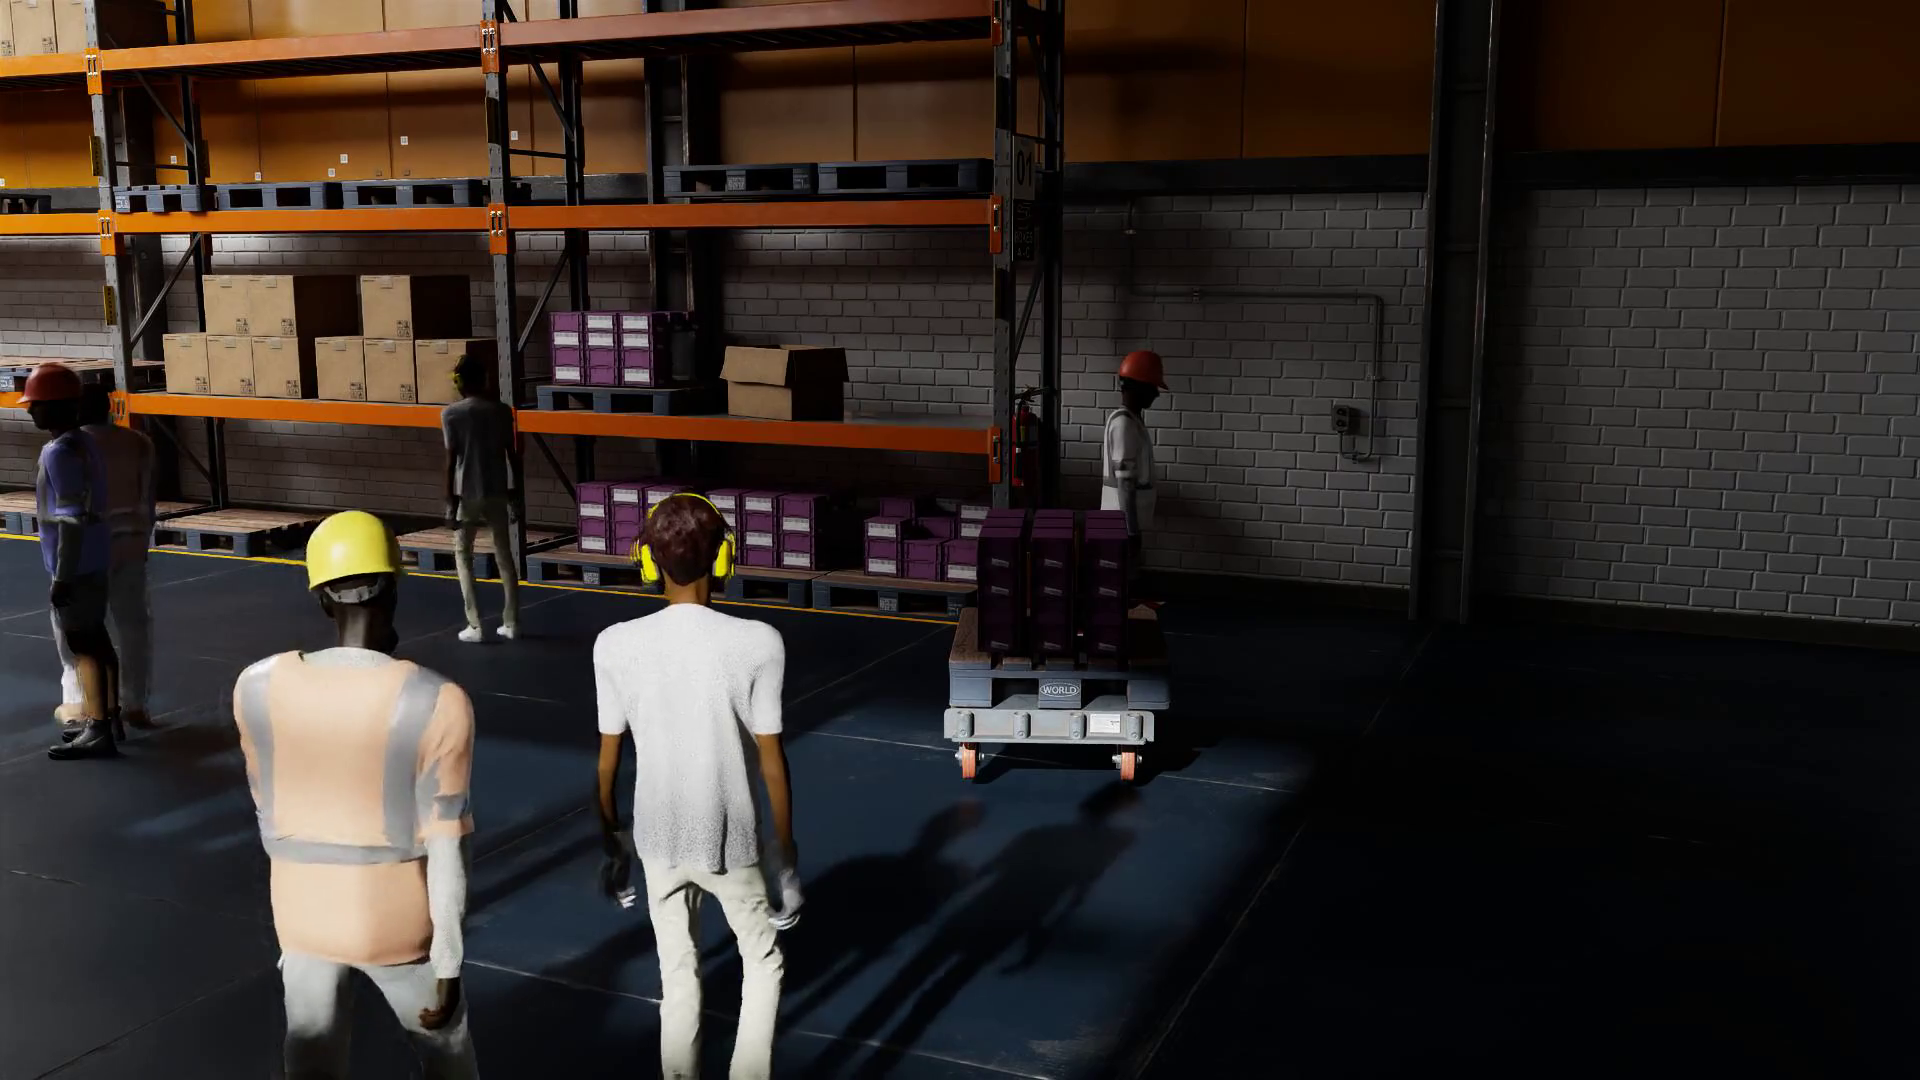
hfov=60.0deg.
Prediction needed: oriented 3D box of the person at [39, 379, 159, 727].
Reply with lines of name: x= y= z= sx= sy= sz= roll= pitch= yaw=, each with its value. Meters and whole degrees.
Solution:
person: x=-4.527 y=0.072 z=8.712 sx=0.657 sy=1.821 sz=0.627 roll=7 pitch=12 yaw=37

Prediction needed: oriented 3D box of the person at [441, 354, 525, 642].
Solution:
person: x=-3.052 y=-0.266 z=10.670 sx=0.568 sy=1.846 sz=0.439 roll=-8 pitch=12 yaw=-38

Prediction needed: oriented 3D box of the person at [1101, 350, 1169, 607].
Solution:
person: x=0.988 y=-0.112 z=9.482 sx=0.374 sy=1.928 sz=0.543 roll=1 pitch=10 yaw=4

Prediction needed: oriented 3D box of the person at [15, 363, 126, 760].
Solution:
person: x=-4.358 y=0.105 z=8.155 sx=0.362 sy=1.934 sz=0.551 roll=-2 pitch=10 yaw=-14

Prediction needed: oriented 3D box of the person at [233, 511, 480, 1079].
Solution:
person: x=-1.379 y=0.864 z=3.866 sx=0.576 sy=1.862 sz=0.988 roll=0 pitch=9 yaw=3

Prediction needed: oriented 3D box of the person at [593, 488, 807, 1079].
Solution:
person: x=-0.662 y=0.792 z=4.268 sx=0.570 sy=1.855 sz=0.420 roll=1 pitch=10 yaw=5
